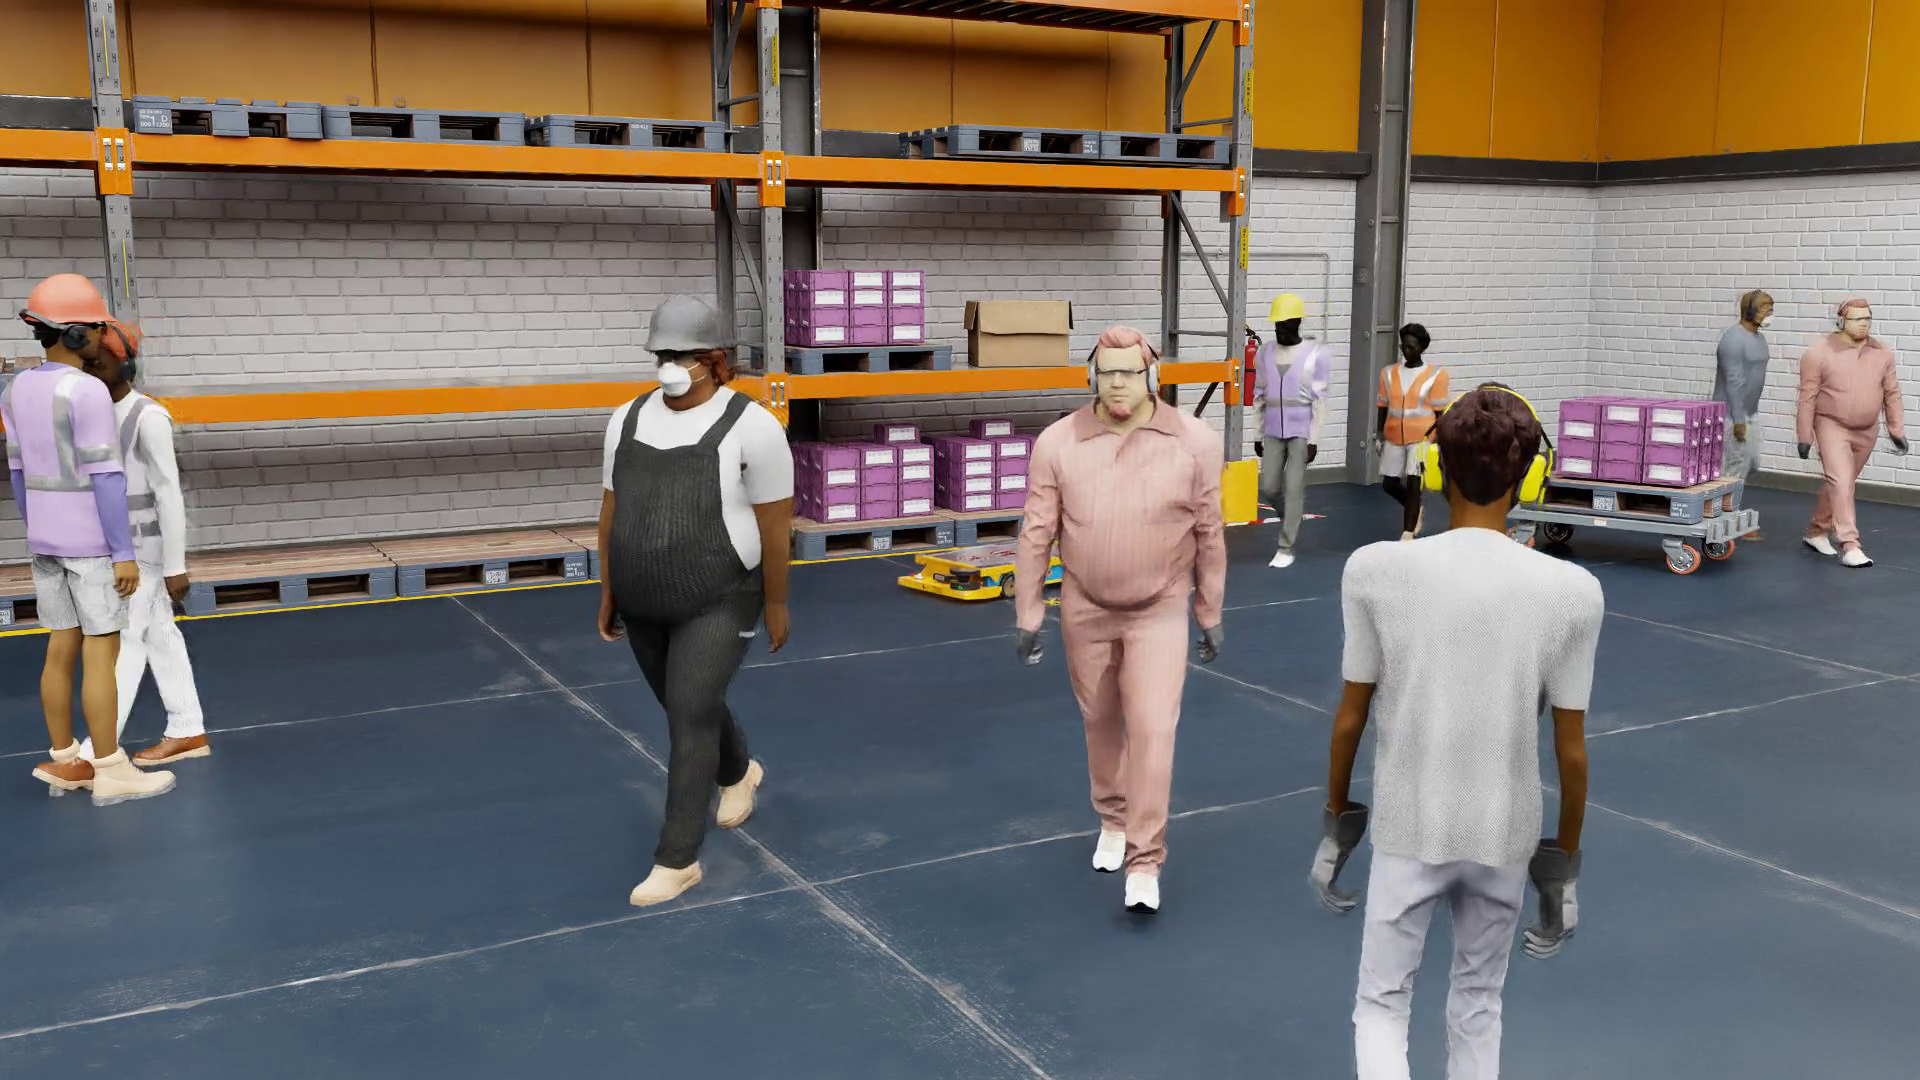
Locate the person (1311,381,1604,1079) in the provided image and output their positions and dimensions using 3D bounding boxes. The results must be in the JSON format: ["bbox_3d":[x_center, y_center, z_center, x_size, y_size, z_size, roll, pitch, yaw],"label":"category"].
[{"bbox_3d":[0.963,0.618,3.279,0.528,1.852,0.710,2,9,10],"label":"person"}]

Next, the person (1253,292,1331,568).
[{"bbox_3d":[2.311,-0.763,11.559,0.585,1.904,0.572,7,12,36],"label":"person"}]

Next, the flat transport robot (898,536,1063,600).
[{"bbox_3d":[0.356,0.170,10.822,1.431,0.197,0.652,-8,12,-40],"label":"flat transport robot"}]

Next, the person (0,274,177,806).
[{"bbox_3d":[-3.395,0.003,6.450,0.605,2.045,0.380,5,11,30],"label":"person"}]

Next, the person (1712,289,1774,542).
[{"bbox_3d":[5.865,-0.954,12.706,0.634,1.915,0.621,-8,12,-40],"label":"person"}]

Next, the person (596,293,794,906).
[{"bbox_3d":[-0.910,0.117,5.763,0.685,2.000,1.004,4,10,25],"label":"person"}]

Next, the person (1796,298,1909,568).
[{"bbox_3d":[6.244,-0.761,11.683,0.653,1.859,0.989,-1,9,-5],"label":"person"}]

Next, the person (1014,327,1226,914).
[{"bbox_3d":[0.502,0.255,5.423,0.681,1.865,0.915,2,10,13],"label":"person"}]

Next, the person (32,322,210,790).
[{"bbox_3d":[-3.431,0.069,6.672,0.603,1.843,0.891,9,13,43],"label":"person"}]

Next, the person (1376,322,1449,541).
[{"bbox_3d":[3.280,-0.736,12.034,0.544,1.678,0.603,7,12,38],"label":"person"}]
